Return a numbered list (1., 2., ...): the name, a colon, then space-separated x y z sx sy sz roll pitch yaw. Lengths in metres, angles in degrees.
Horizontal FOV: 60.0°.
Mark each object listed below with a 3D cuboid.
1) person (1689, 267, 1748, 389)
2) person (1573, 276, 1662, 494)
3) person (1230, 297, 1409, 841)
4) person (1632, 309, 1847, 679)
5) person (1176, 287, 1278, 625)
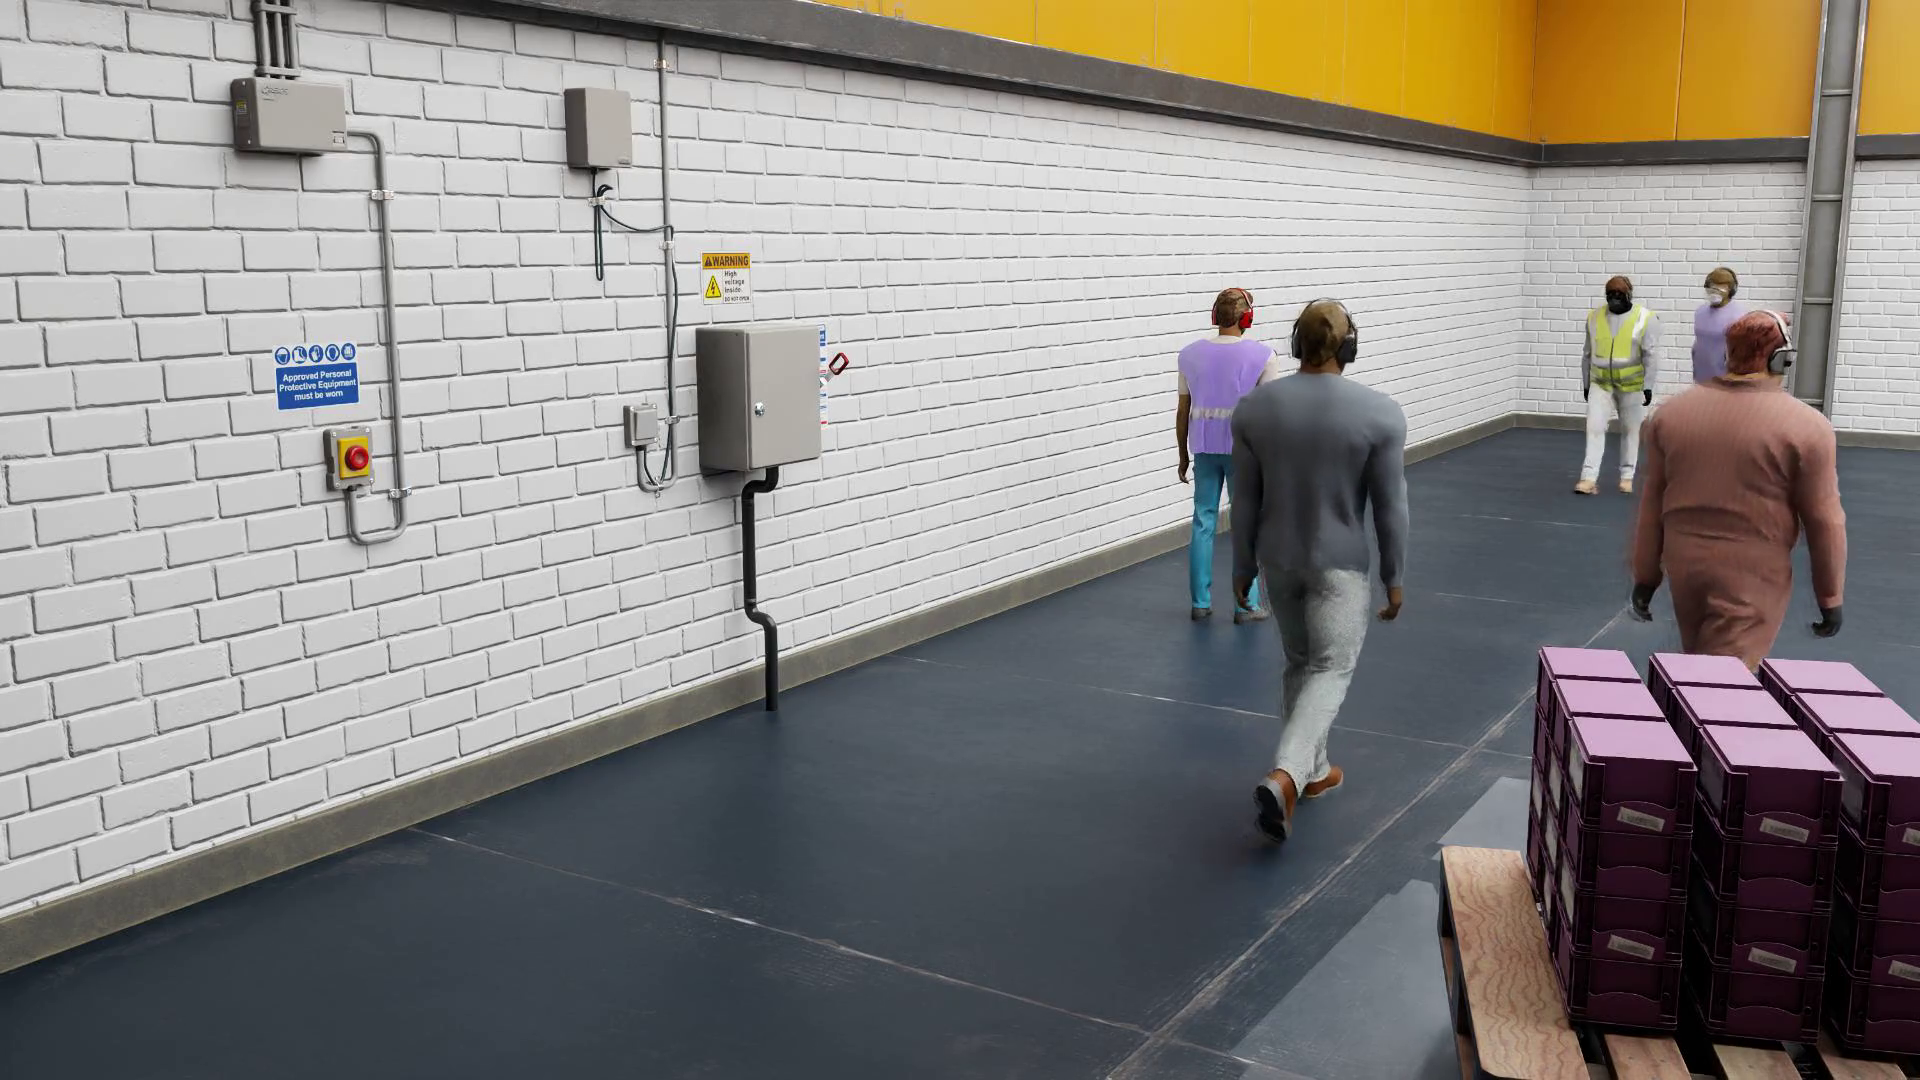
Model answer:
1. person: 5.914 -1.183 13.023 0.443 1.896 0.681 -1 10 -8
2. person: 5.404 -1.257 13.692 0.655 1.795 0.865 7 13 35
3. person: 1.245 0.098 5.917 0.638 1.910 0.890 6 12 31
4. person: 2.776 0.130 5.860 0.978 1.853 0.668 -7 12 -32
5. person: 1.457 -0.455 9.127 0.571 1.843 0.373 5 11 26
